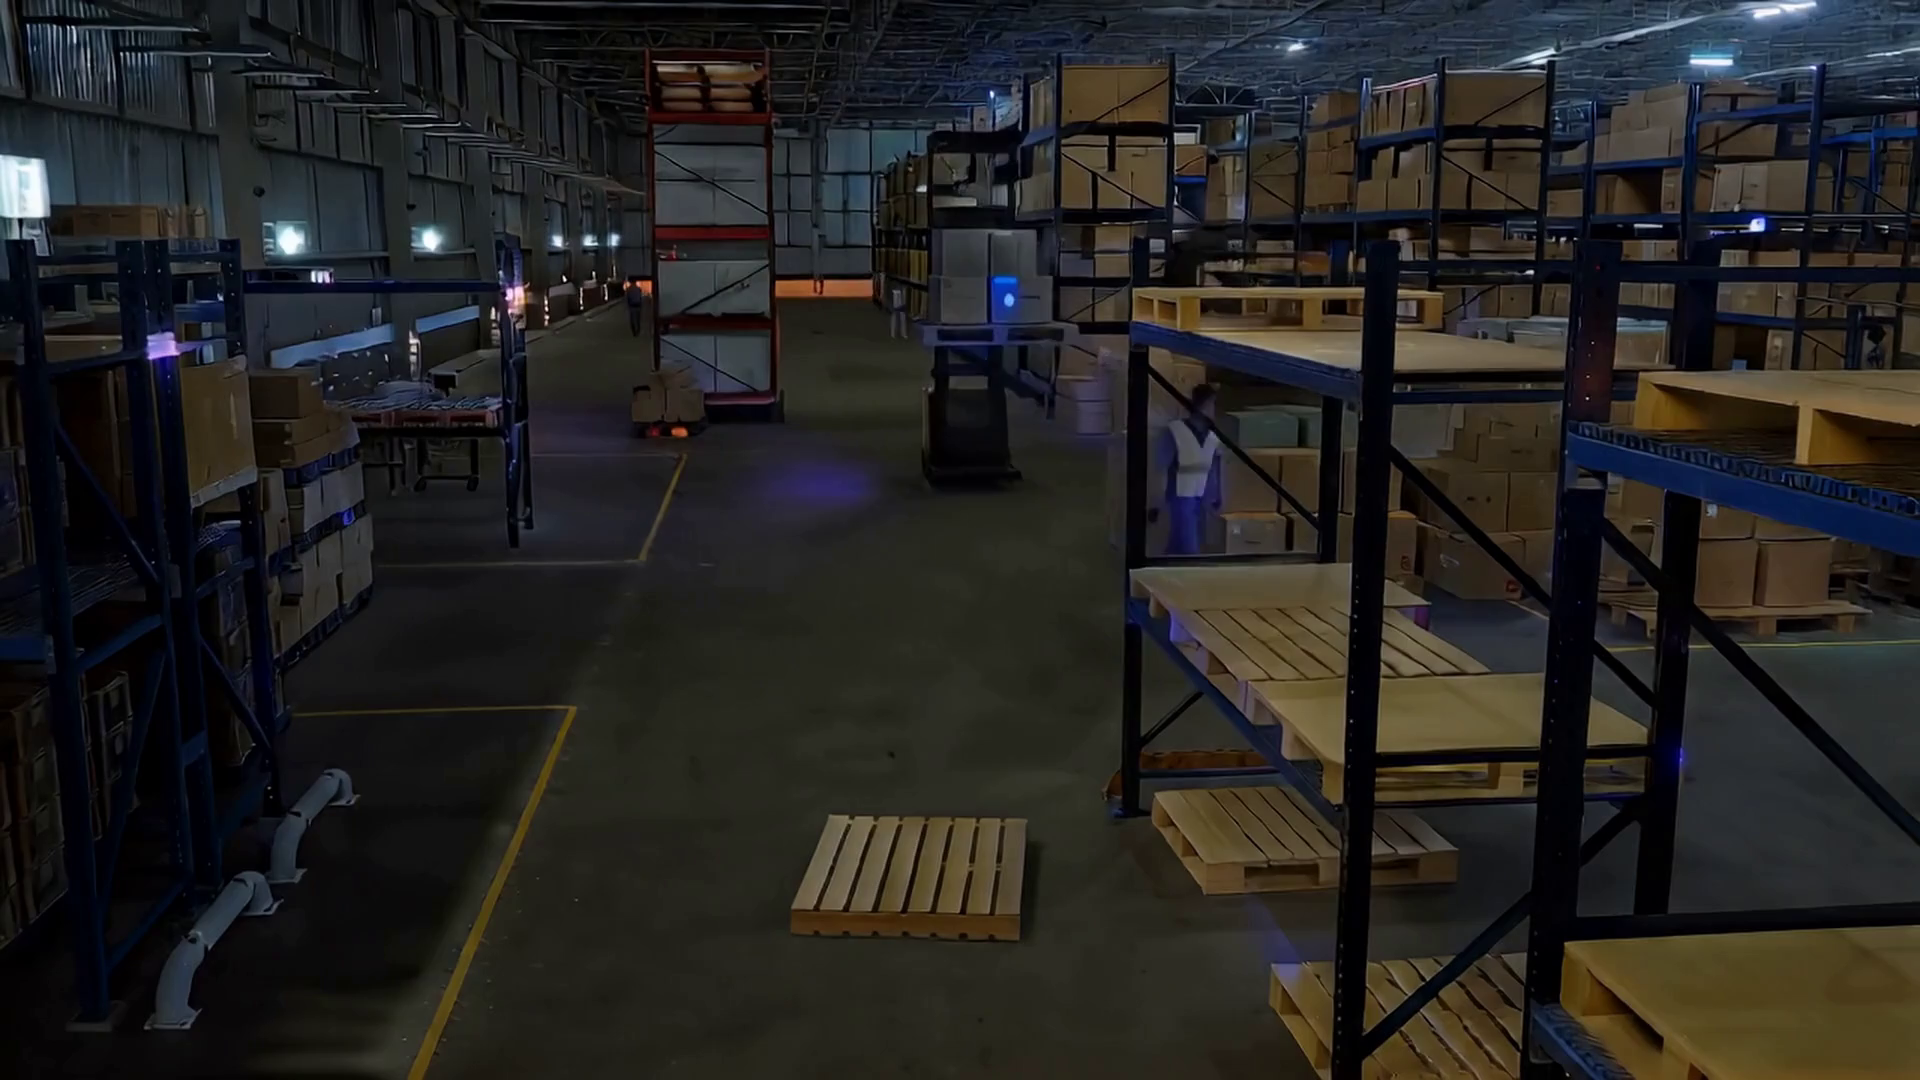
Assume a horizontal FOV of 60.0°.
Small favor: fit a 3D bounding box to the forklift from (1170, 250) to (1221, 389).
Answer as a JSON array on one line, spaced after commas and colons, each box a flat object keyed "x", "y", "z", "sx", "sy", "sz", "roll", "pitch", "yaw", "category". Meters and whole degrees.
[{"x": 4.206, "y": -4.408, "z": 33.357, "sx": 1.873, "sy": 2.768, "sz": 1.129, "roll": 4, "pitch": 11, "yaw": 23, "category": "forklift"}]

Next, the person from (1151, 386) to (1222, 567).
[{"x": 1.895, "y": -0.317, "z": 13.542, "sx": 0.653, "sy": 1.853, "sz": 0.993, "roll": -10, "pitch": 14, "yaw": -43, "category": "person"}]

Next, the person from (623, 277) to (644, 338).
[{"x": -10.171, "y": -7.230, "z": 51.799, "sx": 0.623, "sy": 1.862, "sz": 1.003, "roll": -3, "pitch": 11, "yaw": -17, "category": "person"}]

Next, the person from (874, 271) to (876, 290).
[{"x": -3.837, "y": -11.932, "z": 78.540, "sx": 0.679, "sy": 1.610, "sz": 0.536, "roll": -2, "pitch": 10, "yaw": -13, "category": "person"}]

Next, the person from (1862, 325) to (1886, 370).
[{"x": 14.530, "y": -2.577, "z": 26.488, "sx": 0.318, "sy": 1.700, "sz": 0.535, "roll": 3, "pitch": 11, "yaw": 15, "category": "person"}]

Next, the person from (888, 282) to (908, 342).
[{"x": -1.856, "y": -6.847, "z": 49.906, "sx": 0.641, "sy": 1.793, "sz": 0.959, "roll": -5, "pitch": 11, "yaw": -26, "category": "person"}]

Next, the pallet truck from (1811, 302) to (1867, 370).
[{"x": 15.846, "y": -3.142, "z": 28.793, "sx": 1.885, "sy": 1.965, "sz": 0.823, "roll": 2, "pitch": 10, "yaw": 12, "category": "pallet truck"}]

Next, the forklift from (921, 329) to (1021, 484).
[{"x": 0.102, "y": -2.224, "z": 21.255, "sx": 1.129, "sy": 2.768, "sz": 1.873, "roll": -1, "pitch": 10, "yaw": -6, "category": "forklift"}]
